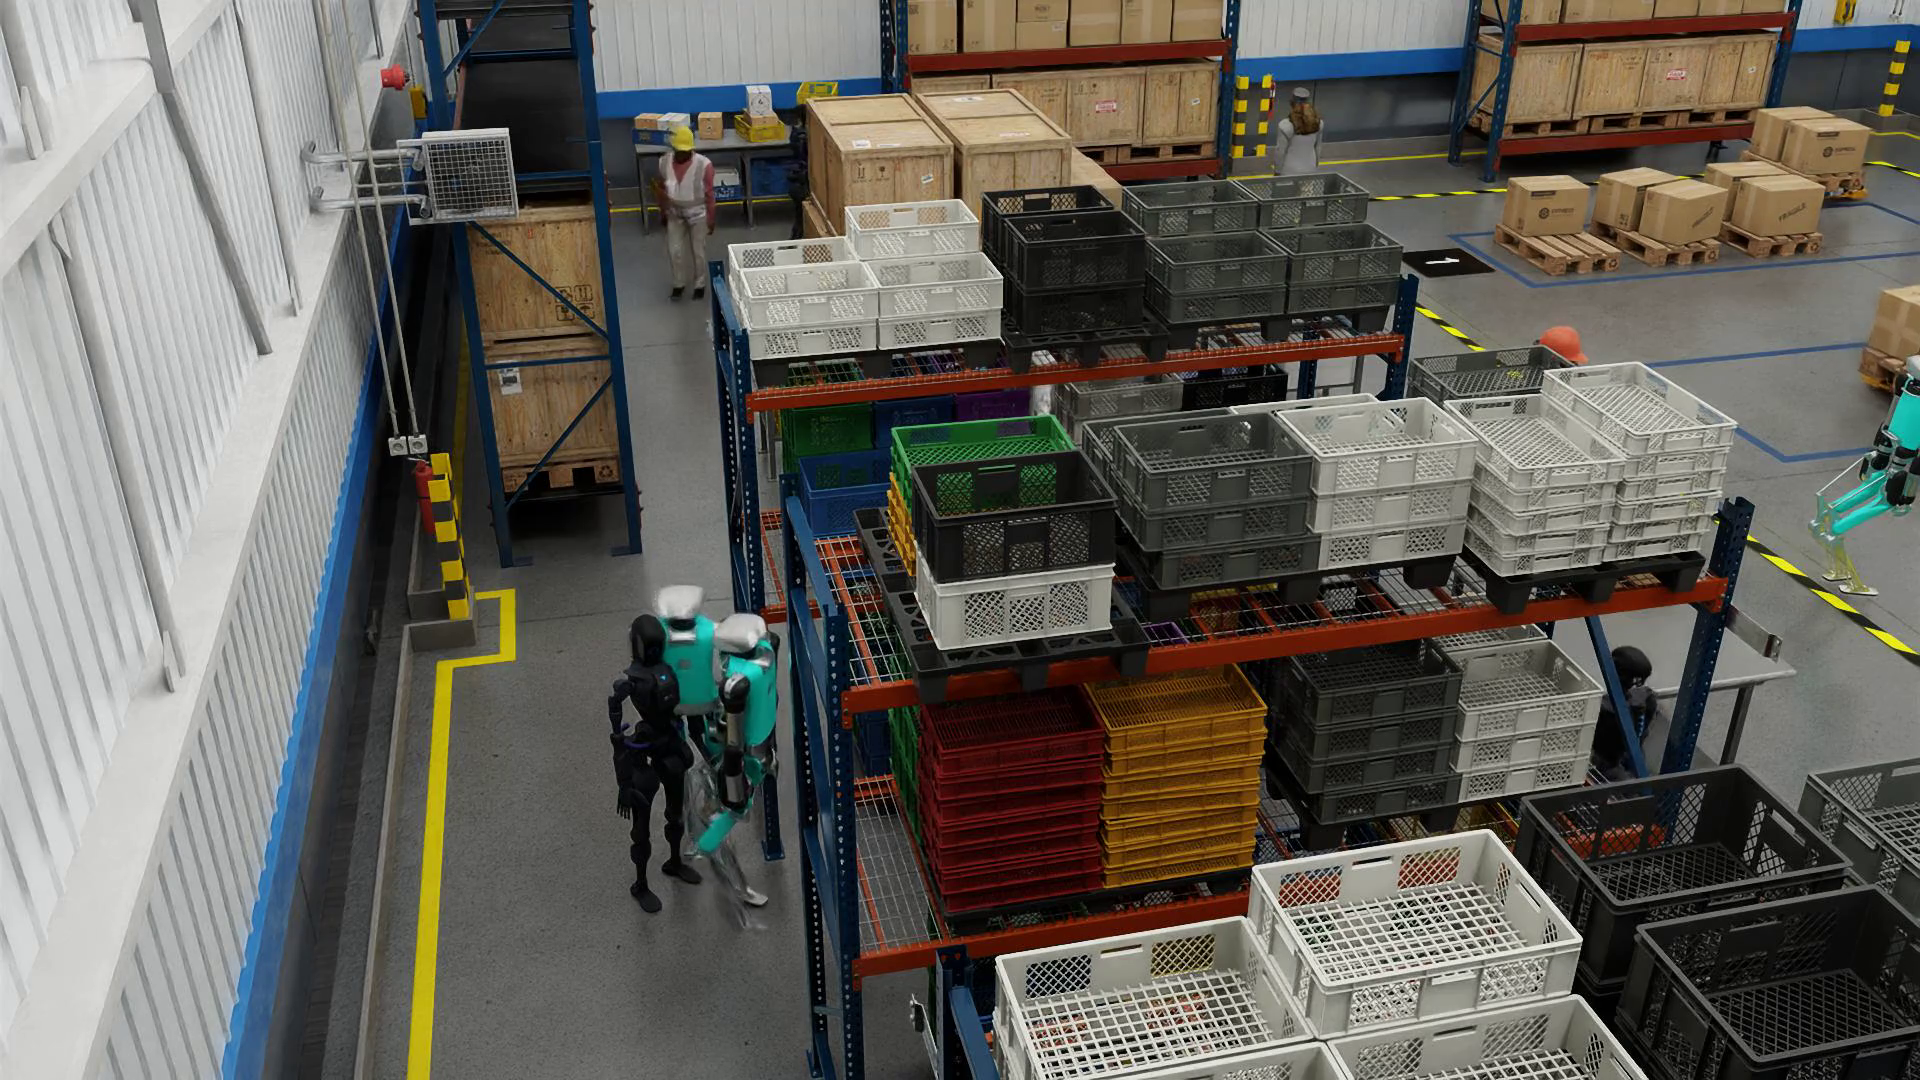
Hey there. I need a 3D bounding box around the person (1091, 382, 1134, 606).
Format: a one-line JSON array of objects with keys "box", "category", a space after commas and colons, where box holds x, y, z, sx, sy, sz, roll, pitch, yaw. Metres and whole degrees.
[{"box": [0.931, -0.107, 10.451, 0.402, 1.945, 0.614, -10, 29, -18], "category": "person"}]

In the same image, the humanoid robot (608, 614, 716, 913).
[{"box": [-1.523, 1.102, 8.433, 0.315, 1.653, 0.599, 22, 35, 36], "category": "humanoid robot"}]

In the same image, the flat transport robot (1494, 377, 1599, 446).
[{"box": [4.780, -1.036, 14.013, 0.659, 0.231, 1.431, -6, 28, -12], "category": "flat transport robot"}]

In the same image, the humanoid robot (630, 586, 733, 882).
[{"box": [-1.388, 0.926, 8.722, 0.530, 1.770, 0.780, -3, 28, -5], "category": "humanoid robot"}]

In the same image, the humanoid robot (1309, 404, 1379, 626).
[{"box": [2.363, -0.062, 10.705, 0.545, 1.908, 0.700, -10, 29, -19], "category": "humanoid robot"}]

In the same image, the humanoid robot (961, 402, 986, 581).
[{"box": [0.108, -0.274, 11.069, 0.424, 1.640, 0.610, -14, 31, -25], "category": "humanoid robot"}]

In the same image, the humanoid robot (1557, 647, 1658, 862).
[{"box": [3.159, 1.242, 8.210, 0.600, 1.640, 0.588, -16, 32, -27], "category": "humanoid robot"}]

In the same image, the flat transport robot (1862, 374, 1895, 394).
[{"box": [8.590, -1.239, 14.368, 0.652, 0.197, 1.431, -6, 28, -12], "category": "flat transport robot"}]

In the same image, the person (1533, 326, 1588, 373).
[{"box": [3.804, -0.452, 11.019, 0.404, 2.036, 0.610, 15, 31, 27], "category": "person"}]

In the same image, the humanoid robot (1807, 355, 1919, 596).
[{"box": [6.062, -0.428, 11.139, 0.735, 1.677, 0.533, -1, 28, -2], "category": "humanoid robot"}]

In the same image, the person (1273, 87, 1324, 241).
[{"box": [3.643, -4.009, 18.048, 0.564, 1.762, 0.407, -10, 30, -19], "category": "person"}]

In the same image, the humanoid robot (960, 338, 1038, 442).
[{"box": [0.302, -0.503, 11.322, 0.532, 1.690, 0.733, -4, 28, -8], "category": "humanoid robot"}]

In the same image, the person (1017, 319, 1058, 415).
[{"box": [0.574, -1.253, 12.694, 0.359, 1.882, 0.573, 4, 28, 8], "category": "person"}]

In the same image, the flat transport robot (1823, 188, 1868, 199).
[{"box": [10.164, -4.284, 20.145, 1.431, 0.197, 0.652, -6, 28, -12], "category": "flat transport robot"}]

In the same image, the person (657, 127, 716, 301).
[{"box": [-2.706, -3.234, 16.542, 0.606, 1.801, 0.553, 3, 28, 6], "category": "person"}]

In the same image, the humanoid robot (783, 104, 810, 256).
[{"box": [-1.739, -3.856, 17.862, 0.430, 1.642, 0.600, -1, 28, -2], "category": "humanoid robot"}]

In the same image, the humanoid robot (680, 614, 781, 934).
[{"box": [-1.200, 1.148, 8.291, 0.657, 1.792, 0.544, 7, 29, 13], "category": "humanoid robot"}]
